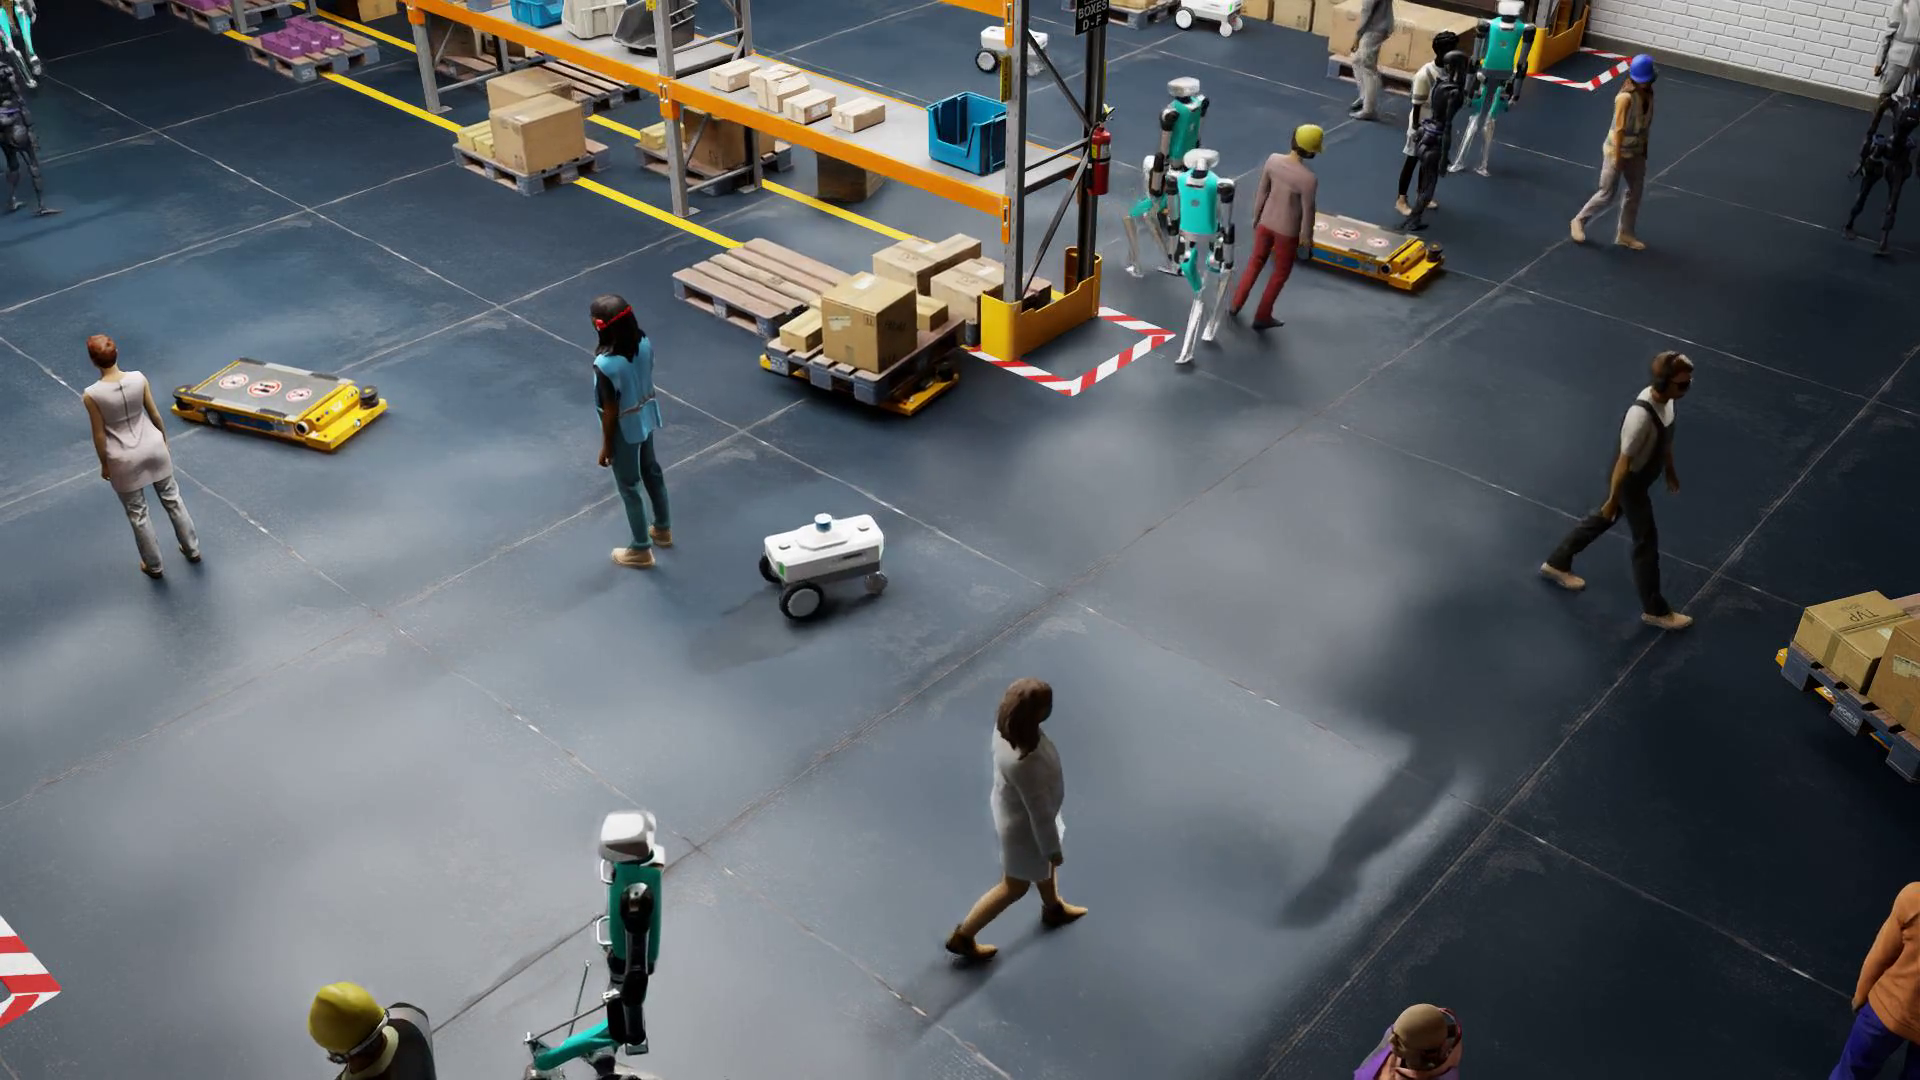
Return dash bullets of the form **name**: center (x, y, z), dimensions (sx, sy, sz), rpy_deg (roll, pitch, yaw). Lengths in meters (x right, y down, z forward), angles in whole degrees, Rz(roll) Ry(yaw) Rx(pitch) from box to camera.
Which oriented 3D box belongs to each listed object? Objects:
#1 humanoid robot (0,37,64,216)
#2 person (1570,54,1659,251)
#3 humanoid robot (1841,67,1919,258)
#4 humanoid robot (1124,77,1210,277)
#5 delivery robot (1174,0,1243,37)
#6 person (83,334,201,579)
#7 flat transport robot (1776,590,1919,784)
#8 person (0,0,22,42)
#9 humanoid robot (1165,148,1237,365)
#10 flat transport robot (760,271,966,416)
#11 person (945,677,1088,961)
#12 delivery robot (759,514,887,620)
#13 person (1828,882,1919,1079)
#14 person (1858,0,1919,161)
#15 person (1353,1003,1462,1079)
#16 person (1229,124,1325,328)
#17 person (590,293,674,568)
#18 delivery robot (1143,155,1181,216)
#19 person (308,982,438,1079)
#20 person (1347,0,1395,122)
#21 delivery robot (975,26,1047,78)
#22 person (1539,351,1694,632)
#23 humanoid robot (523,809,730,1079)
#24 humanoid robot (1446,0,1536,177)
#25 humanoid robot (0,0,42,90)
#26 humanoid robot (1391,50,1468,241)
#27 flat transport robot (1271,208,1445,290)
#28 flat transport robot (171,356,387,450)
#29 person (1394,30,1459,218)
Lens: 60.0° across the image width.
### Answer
- **humanoid robot**: center (-8.591, -3.742, 14.989), dimensions (0.607, 1.641, 0.376), rpy_deg (17, 38, 23)
- **person**: center (5.746, -3.355, 14.361), dimensions (0.532, 1.747, 0.537), rpy_deg (-22, 40, -29)
- **humanoid robot**: center (8.038, -3.275, 14.350), dimensions (0.595, 1.624, 0.774), rpy_deg (6, 35, 9)
- **humanoid robot**: center (1.656, -3.029, 13.920), dimensions (0.537, 1.810, 0.681), rpy_deg (-29, 44, -35)
- **delivery robot**: center (2.962, -6.318, 19.709), dimensions (0.774, 0.592, 0.499), rpy_deg (22, 40, 28)
- **person**: center (-5.128, -0.521, 10.348), dimensions (0.284, 1.650, 0.432), rpy_deg (25, 42, 31)
- **flat transport robot**: center (5.400, 0.973, 9.400), dimensions (0.659, 0.231, 1.431), rpy_deg (-11, 36, -16)
- **person**: center (-11.199, -6.580, 19.047), dimensions (0.448, 1.733, 0.578), rpy_deg (25, 42, 32)
- **humanoid robot**: center (1.896, -2.237, 12.768), dimensions (0.536, 1.768, 0.892), rpy_deg (14, 37, 20)
- **flat transport robot**: center (-0.779, -1.345, 12.760), dimensions (1.431, 0.231, 0.659), rpy_deg (21, 40, 27)
- **person**: center (0.278, 1.307, 7.722), dimensions (0.758, 1.637, 0.498), rpy_deg (-5, 35, -8)
- **delivery robot**: center (-0.862, 0.118, 10.392), dimensions (0.784, 0.599, 0.499), rpy_deg (-13, 37, -19)
- **person**: center (3.827, 1.876, 6.600), dimensions (0.512, 1.974, 0.406), rpy_deg (24, 41, 31)
- **person**: center (9.156, -4.626, 16.056), dimensions (0.548, 1.927, 0.390), rpy_deg (13, 37, 18)
- **person**: center (1.616, 2.313, 6.204), dimensions (0.347, 1.694, 0.479), rpy_deg (-7, 35, -10)
- **person**: center (2.528, -2.484, 13.128), dimensions (0.378, 1.718, 0.640), rpy_deg (-25, 42, -31)
- **person**: center (-2.053, -0.676, 10.383), dimensions (0.374, 1.865, 0.538), rpy_deg (14, 37, 20)
- **delivery robot**: center (1.910, -3.258, 15.272), dimensions (0.499, 0.587, 0.789), rpy_deg (-4, 35, -5)
- **person**: center (-2.077, 2.281, 6.134), dimensions (0.404, 1.827, 0.589), rpy_deg (1, 35, 2)
- **person**: center (4.156, -5.182, 16.904), dimensions (0.541, 1.875, 0.566), rpy_deg (18, 38, 24)
- **delivery robot**: center (0.591, -5.485, 18.501), dimensions (0.793, 0.590, 0.499), rpy_deg (14, 37, 20)
- **person**: center (4.066, -0.336, 9.954), dimensions (0.967, 1.798, 0.509), rpy_deg (19, 39, 25)
- **humanoid robot**: center (-1.467, 1.859, 6.836), dimensions (0.991, 1.747, 0.584), rpy_deg (-7, 35, -10)
- **humanoid robot**: center (5.013, -4.289, 15.718), dimensions (0.574, 1.750, 0.770), rpy_deg (8, 35, 11)
- **humanoid robot**: center (-10.059, -5.583, 17.601), dimensions (0.530, 1.722, 1.031), rpy_deg (-16, 38, -22)
- **humanoid robot**: center (4.120, -3.475, 14.611), dimensions (0.466, 1.648, 0.602), rpy_deg (2, 35, 3)
- **flat transport robot**: center (3.430, -2.553, 14.509), dimensions (1.431, 0.231, 0.659), rpy_deg (24, 41, 30)
- **flat transport robot**: center (-5.038, -1.016, 12.283), dimensions (1.431, 0.231, 0.659), rpy_deg (12, 36, 17)
- **person**: center (4.236, -3.759, 15.005), dimensions (0.535, 1.691, 0.318), rpy_deg (-23, 41, -30)
